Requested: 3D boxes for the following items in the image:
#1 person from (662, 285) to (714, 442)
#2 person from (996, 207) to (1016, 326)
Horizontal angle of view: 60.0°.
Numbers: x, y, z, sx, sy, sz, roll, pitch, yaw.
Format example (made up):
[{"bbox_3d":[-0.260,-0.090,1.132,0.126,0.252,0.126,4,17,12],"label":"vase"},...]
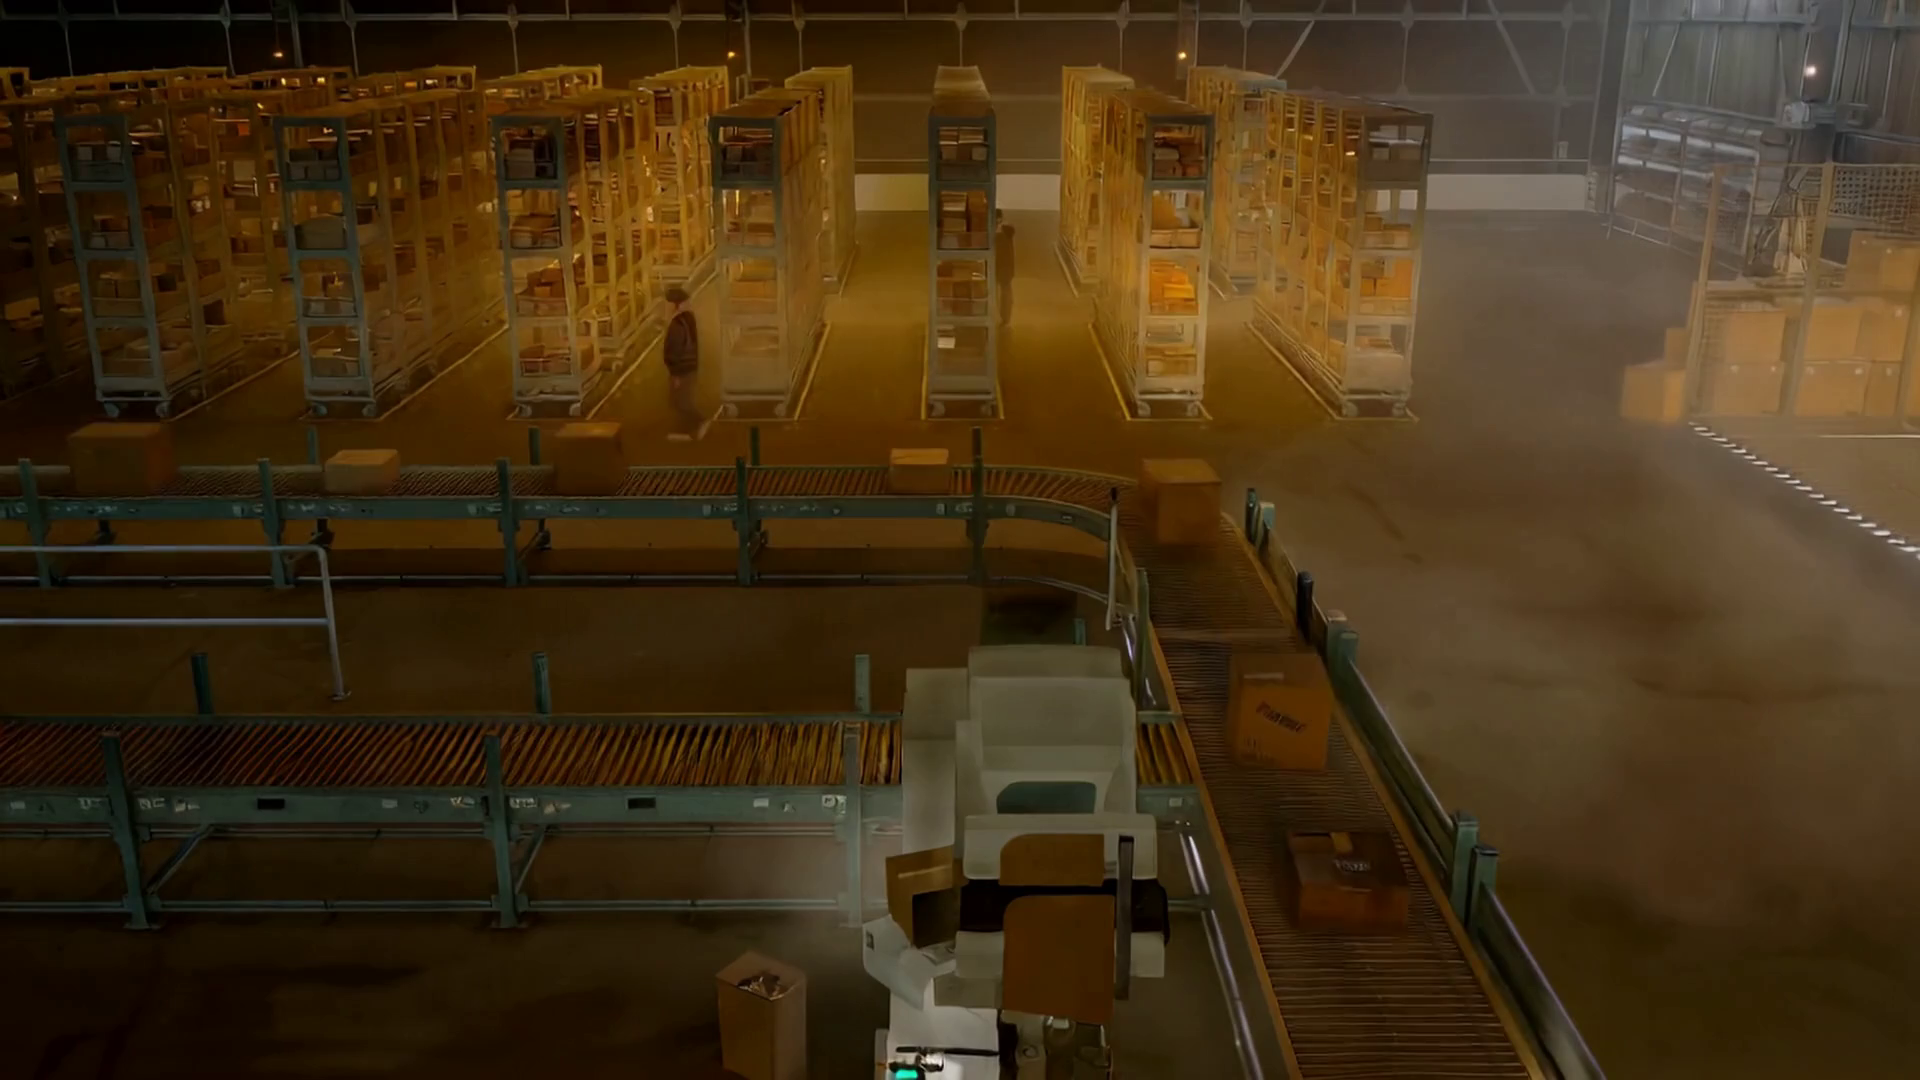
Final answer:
[{"bbox_3d":[-3.096,-1.967,18.752,0.517,1.820,0.611,2,18,6],"label":"person"},{"bbox_3d":[0.602,-4.243,25.750,0.573,1.831,0.405,11,21,30],"label":"person"}]
